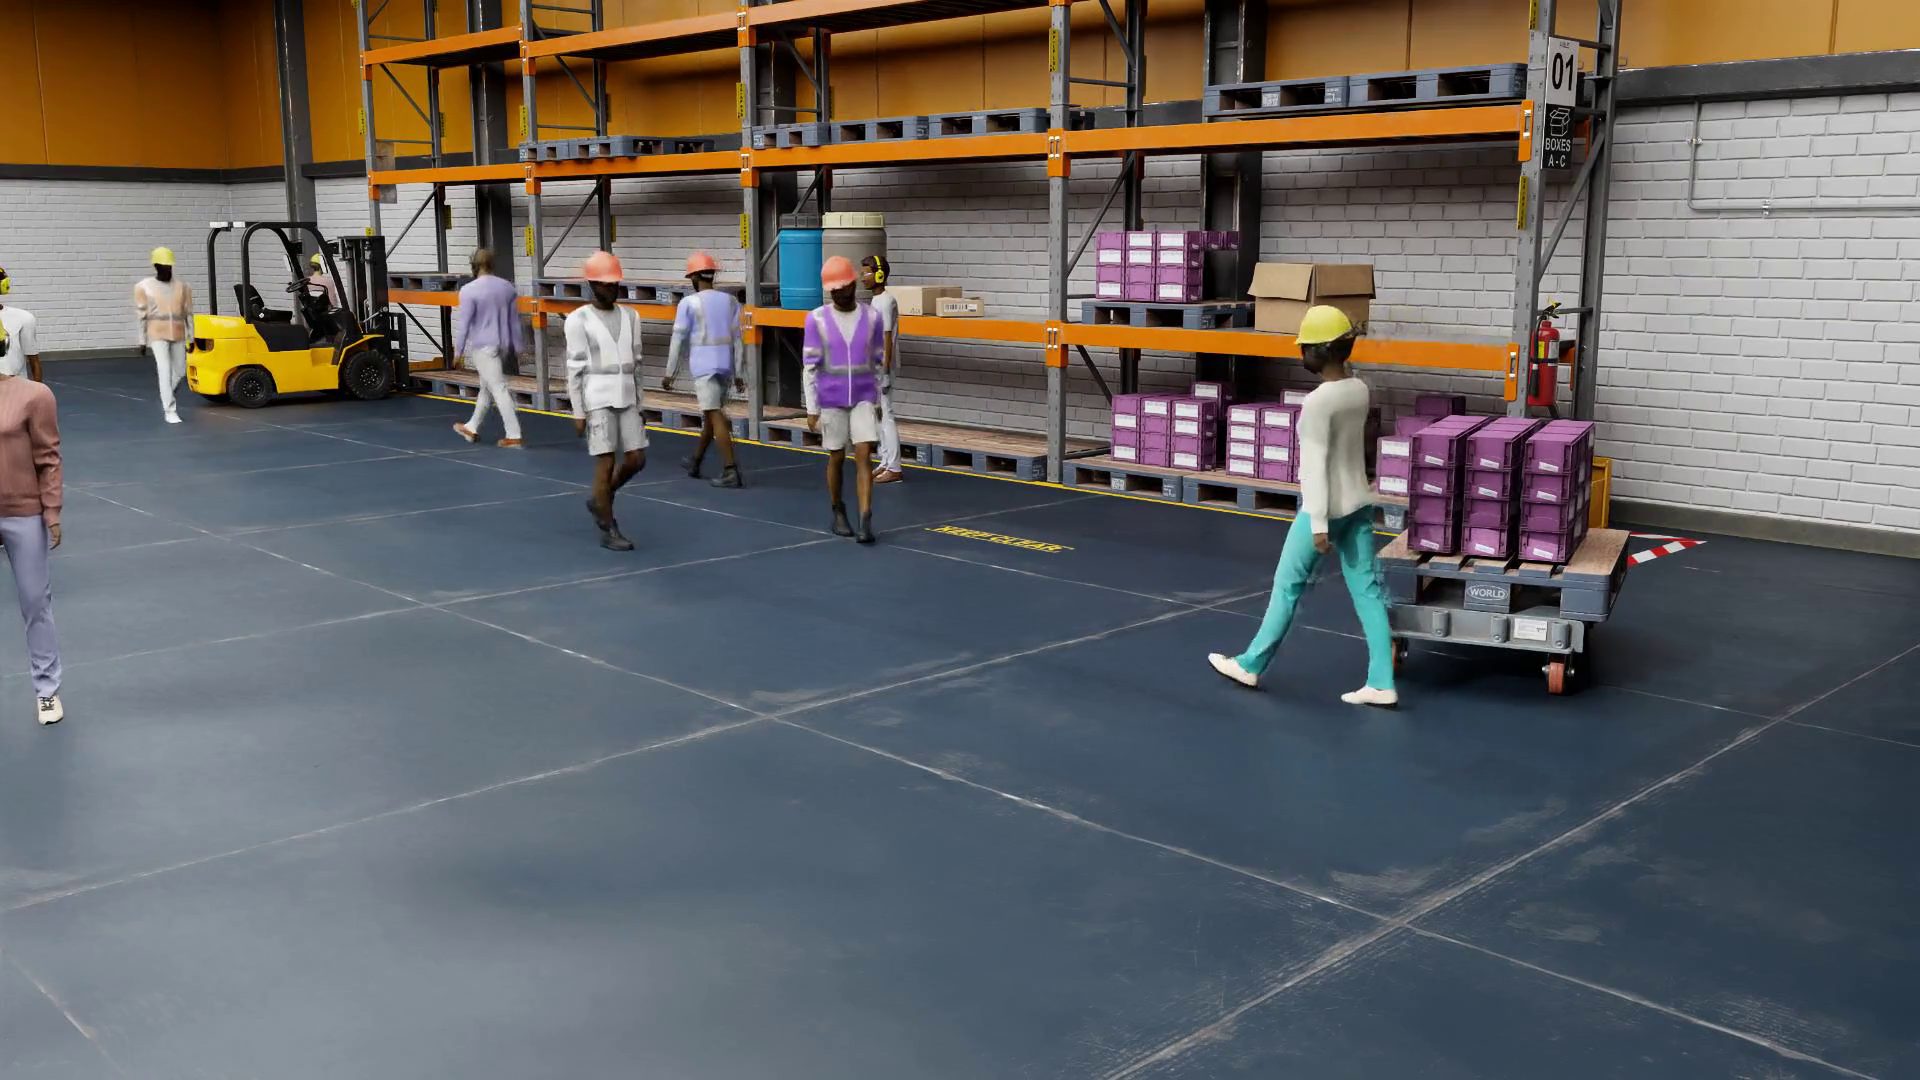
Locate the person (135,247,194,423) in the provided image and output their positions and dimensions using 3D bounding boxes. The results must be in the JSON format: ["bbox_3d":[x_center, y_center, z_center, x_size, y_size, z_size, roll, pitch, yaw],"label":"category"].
[{"bbox_3d":[-8.663,-2.234,18.127,0.708,1.907,0.590,10,14,43],"label":"person"}]

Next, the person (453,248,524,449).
[{"bbox_3d":[-4.566,-1.821,15.886,1.012,1.884,0.652,6,12,29],"label":"person"}]

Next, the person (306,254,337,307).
[{"bbox_3d":[-8.973,-3.138,23.410,0.533,1.765,0.330,3,11,18],"label":"person"}]

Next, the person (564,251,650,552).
[{"bbox_3d":[-2.288,-0.891,10.728,0.559,1.918,0.499,-10,15,-44],"label":"person"}]

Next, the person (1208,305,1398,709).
[{"bbox_3d":[1.550,-0.145,7.210,0.879,1.720,0.535,10,14,43],"label":"person"}]

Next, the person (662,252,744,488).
[{"bbox_3d":[-2.082,-1.381,13.512,0.576,1.870,1.006,-9,14,-42],"label":"person"}]

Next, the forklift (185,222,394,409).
[{"bbox_3d":[-8.169,-2.758,20.163,2.313,2.155,1.214,-10,14,-44],"label":"forklift"}]

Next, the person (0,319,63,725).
[{"bbox_3d":[-3.960,-0.089,6.818,0.530,1.764,0.342,-3,11,-17],"label":"person"}]

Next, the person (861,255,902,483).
[{"bbox_3d":[-0.650,-1.395,13.660,0.318,1.860,0.512,-2,11,-13],"label":"person"}]

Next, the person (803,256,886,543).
[{"bbox_3d":[-0.748,-0.912,10.924,0.562,1.880,0.886,-2,11,-11],"label":"person"}]

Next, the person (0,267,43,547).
[{"bbox_3d":[-6.141,-0.849,10.646,0.532,1.867,0.316,-1,10,-6],"label":"person"}]
